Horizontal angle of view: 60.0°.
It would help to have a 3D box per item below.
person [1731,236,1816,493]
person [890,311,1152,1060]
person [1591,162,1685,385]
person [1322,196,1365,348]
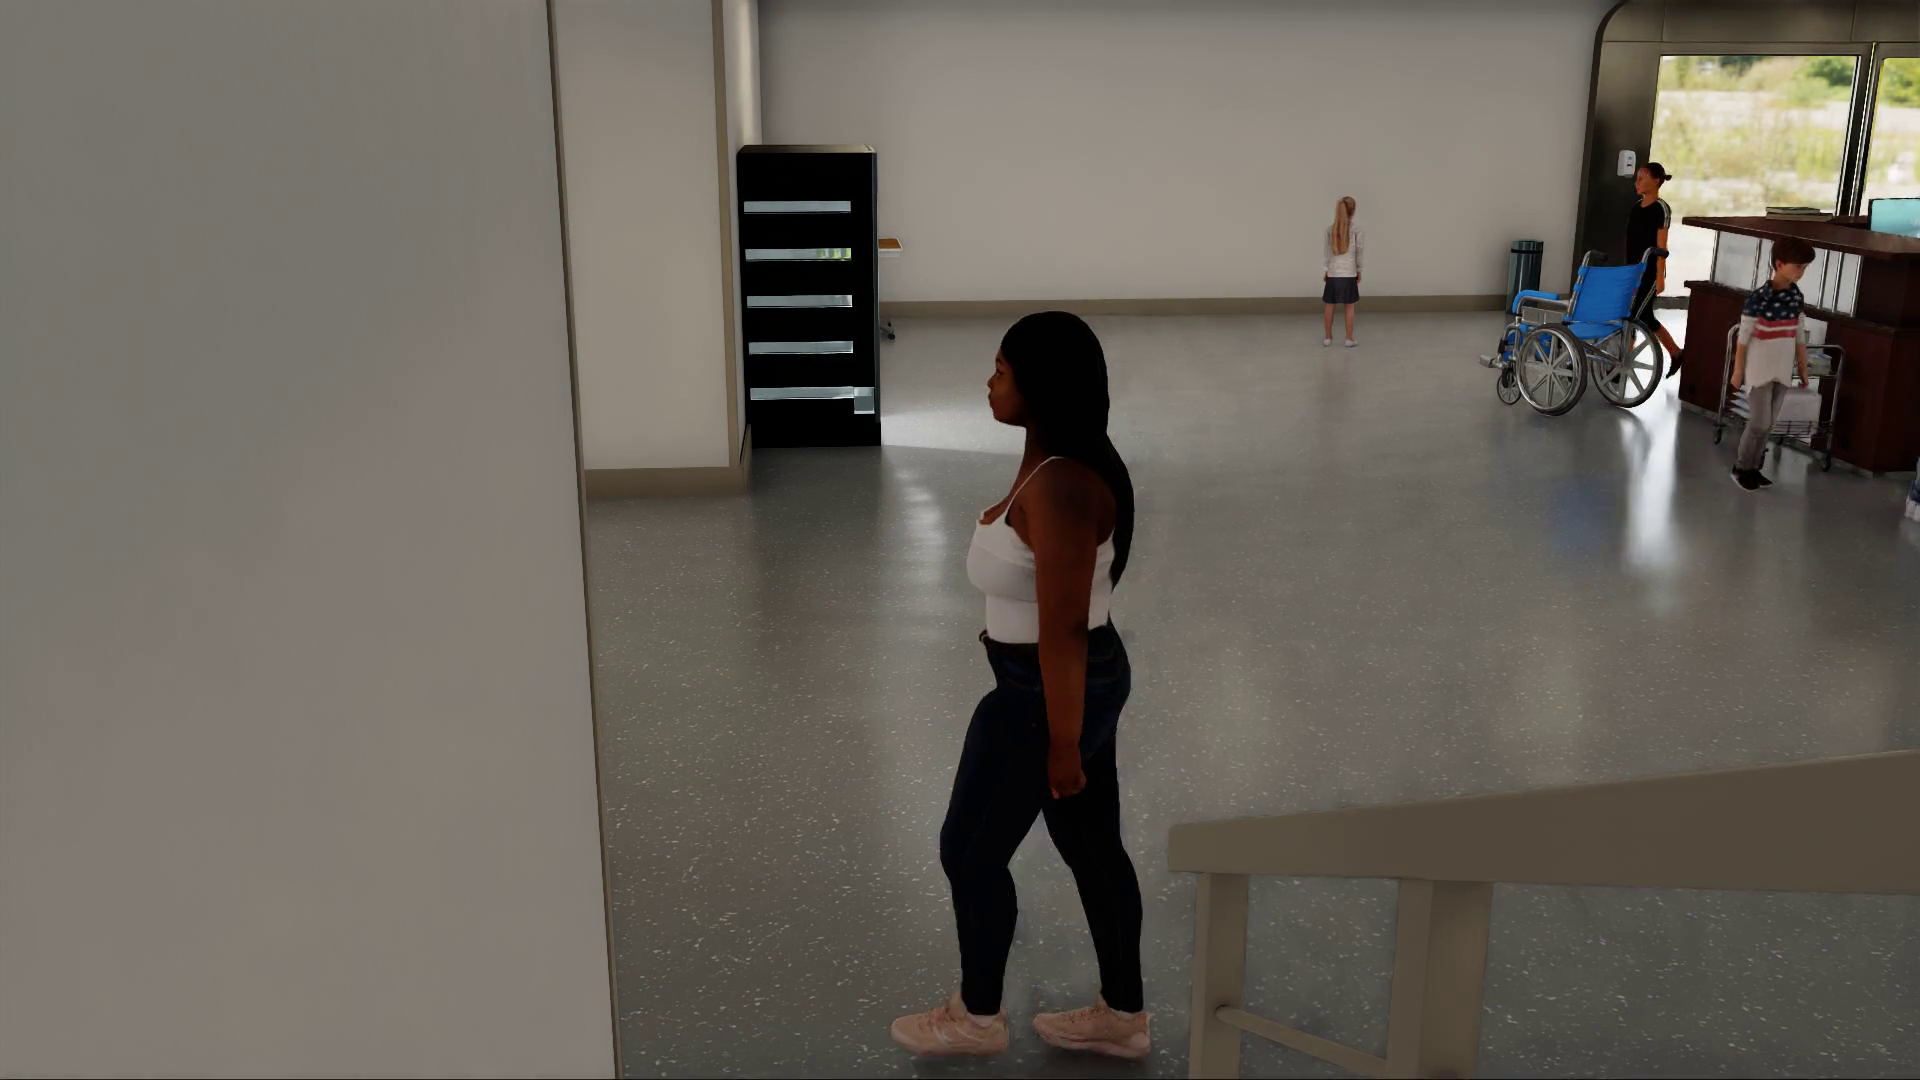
[{"bbox_3d":[4.528,-1.003,9.413,0.572,1.431,0.592,-5,17,-19],"label":"person"},{"bbox_3d":[0.319,0.394,3.801,0.861,1.787,0.879,4,16,13],"label":"person"},{"bbox_3d":[5.204,-1.967,12.456,0.670,1.635,1.001,-2,16,-7],"label":"person"},{"bbox_3d":[3.299,-2.319,14.350,0.589,1.278,0.627,6,17,21],"label":"person"}]
